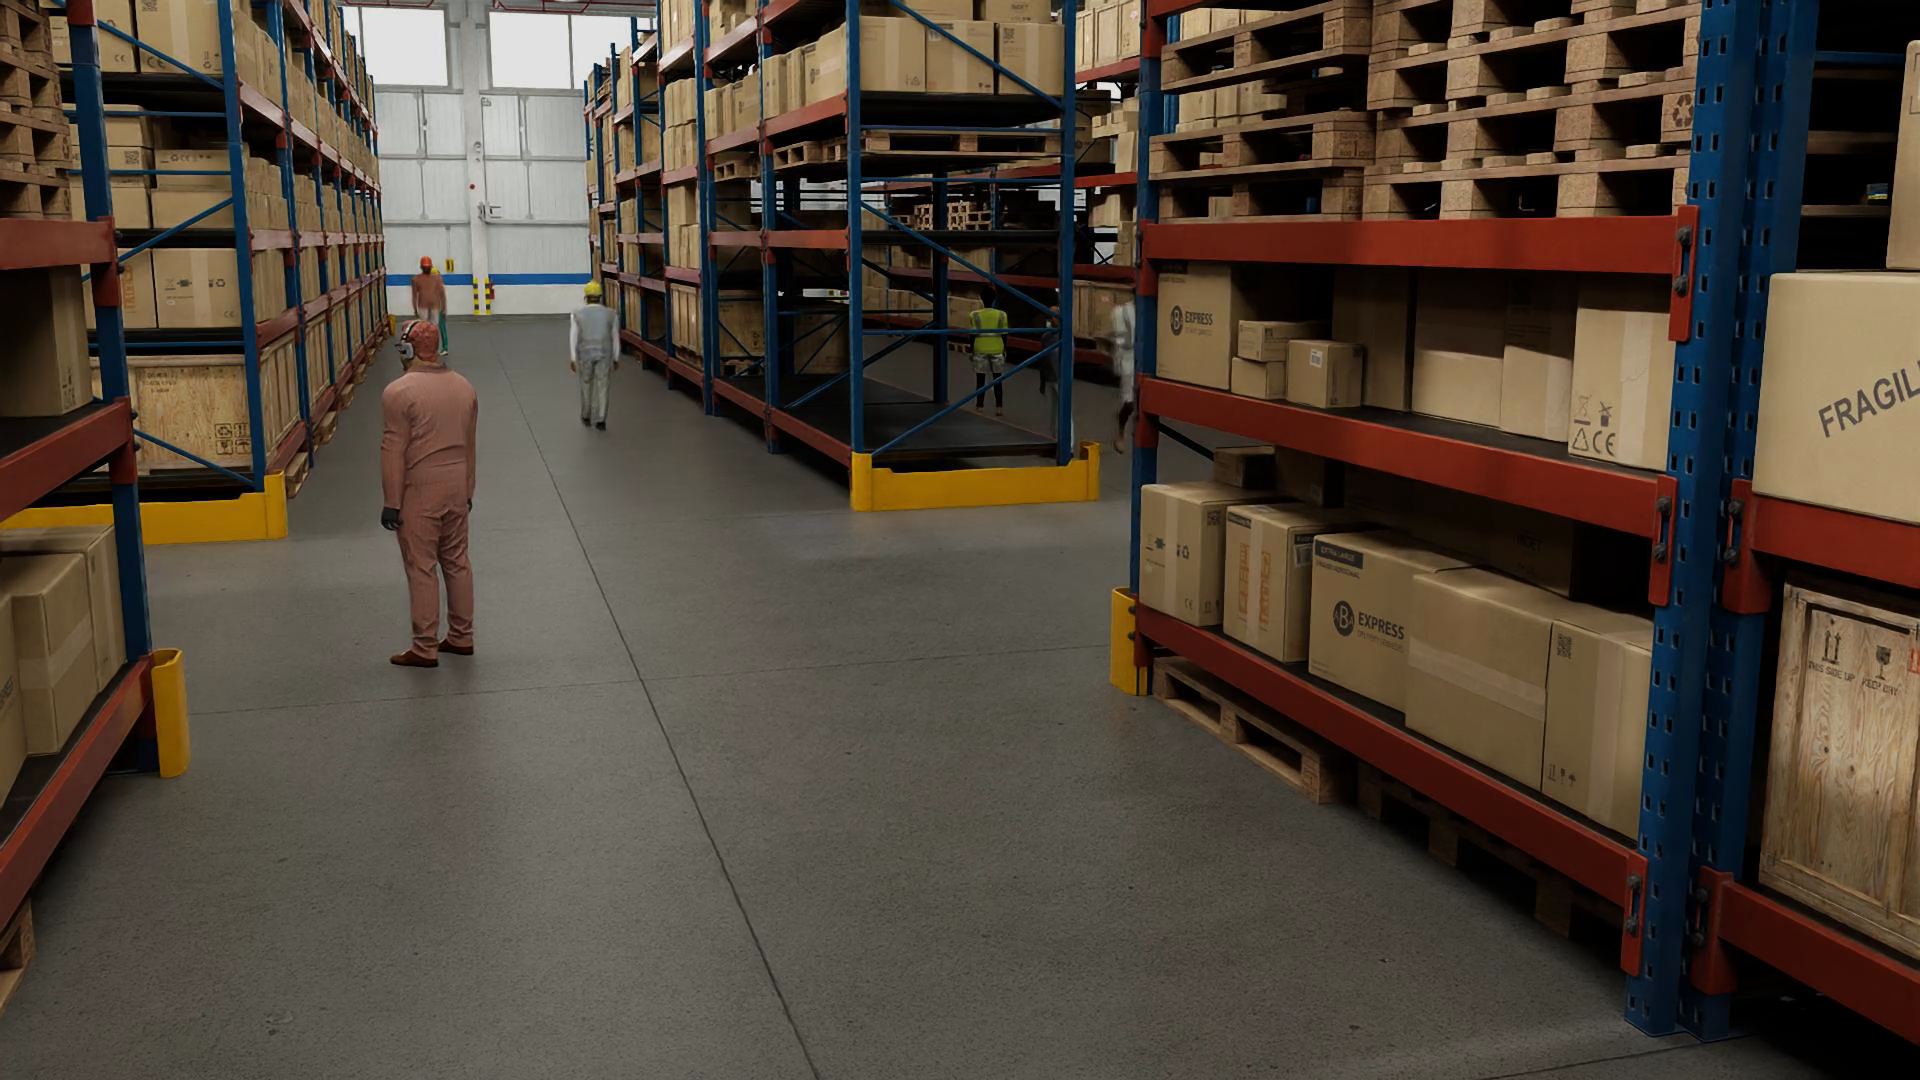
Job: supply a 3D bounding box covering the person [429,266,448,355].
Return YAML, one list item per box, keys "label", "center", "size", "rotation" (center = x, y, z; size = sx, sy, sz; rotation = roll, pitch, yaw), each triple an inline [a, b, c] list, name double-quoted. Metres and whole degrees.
- label: "person"
  center: [-10.421, -4.549, 33.071]
  size: [0.526, 1.765, 0.329]
  rotation: [6, 12, 31]

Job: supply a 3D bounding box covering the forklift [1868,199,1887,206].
- label: "forklift"
  center: [11.338, -2.915, 21.052]
  size: [1.129, 2.768, 1.873]
  rotation: [-3, 11, -17]

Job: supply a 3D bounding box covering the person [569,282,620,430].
- label: "person"
  center: [-4.505, -2.268, 20.485]
  size: [0.621, 1.785, 0.928]
  rotation: [-4, 11, -19]

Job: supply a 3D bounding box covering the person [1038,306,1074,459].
- label: "person"
  center: [1.021, -1.653, 17.586]
  size: [0.288, 1.627, 0.498]
  rotation: [-8, 13, -36]

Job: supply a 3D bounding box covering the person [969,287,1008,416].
- label: "person"
  center: [0.372, -2.466, 21.836]
  size: [0.540, 1.696, 0.316]
  rotation: [-2, 10, -10]

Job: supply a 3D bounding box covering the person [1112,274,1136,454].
- label: "person"
  center: [1.841, -1.794, 17.243]
  size: [0.612, 2.023, 0.623]
  rotation: [-3, 11, -15]

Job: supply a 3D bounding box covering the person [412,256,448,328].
- label: "person"
  center: [-10.327, -4.533, 32.431]
  size: [0.630, 1.955, 0.908]
  rotation: [-4, 11, -22]

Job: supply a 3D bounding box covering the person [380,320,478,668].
- label: "person"
  center: [-2.941, -0.257, 9.178]
  size: [0.400, 1.901, 0.643]
  rotation: [5, 11, 25]
